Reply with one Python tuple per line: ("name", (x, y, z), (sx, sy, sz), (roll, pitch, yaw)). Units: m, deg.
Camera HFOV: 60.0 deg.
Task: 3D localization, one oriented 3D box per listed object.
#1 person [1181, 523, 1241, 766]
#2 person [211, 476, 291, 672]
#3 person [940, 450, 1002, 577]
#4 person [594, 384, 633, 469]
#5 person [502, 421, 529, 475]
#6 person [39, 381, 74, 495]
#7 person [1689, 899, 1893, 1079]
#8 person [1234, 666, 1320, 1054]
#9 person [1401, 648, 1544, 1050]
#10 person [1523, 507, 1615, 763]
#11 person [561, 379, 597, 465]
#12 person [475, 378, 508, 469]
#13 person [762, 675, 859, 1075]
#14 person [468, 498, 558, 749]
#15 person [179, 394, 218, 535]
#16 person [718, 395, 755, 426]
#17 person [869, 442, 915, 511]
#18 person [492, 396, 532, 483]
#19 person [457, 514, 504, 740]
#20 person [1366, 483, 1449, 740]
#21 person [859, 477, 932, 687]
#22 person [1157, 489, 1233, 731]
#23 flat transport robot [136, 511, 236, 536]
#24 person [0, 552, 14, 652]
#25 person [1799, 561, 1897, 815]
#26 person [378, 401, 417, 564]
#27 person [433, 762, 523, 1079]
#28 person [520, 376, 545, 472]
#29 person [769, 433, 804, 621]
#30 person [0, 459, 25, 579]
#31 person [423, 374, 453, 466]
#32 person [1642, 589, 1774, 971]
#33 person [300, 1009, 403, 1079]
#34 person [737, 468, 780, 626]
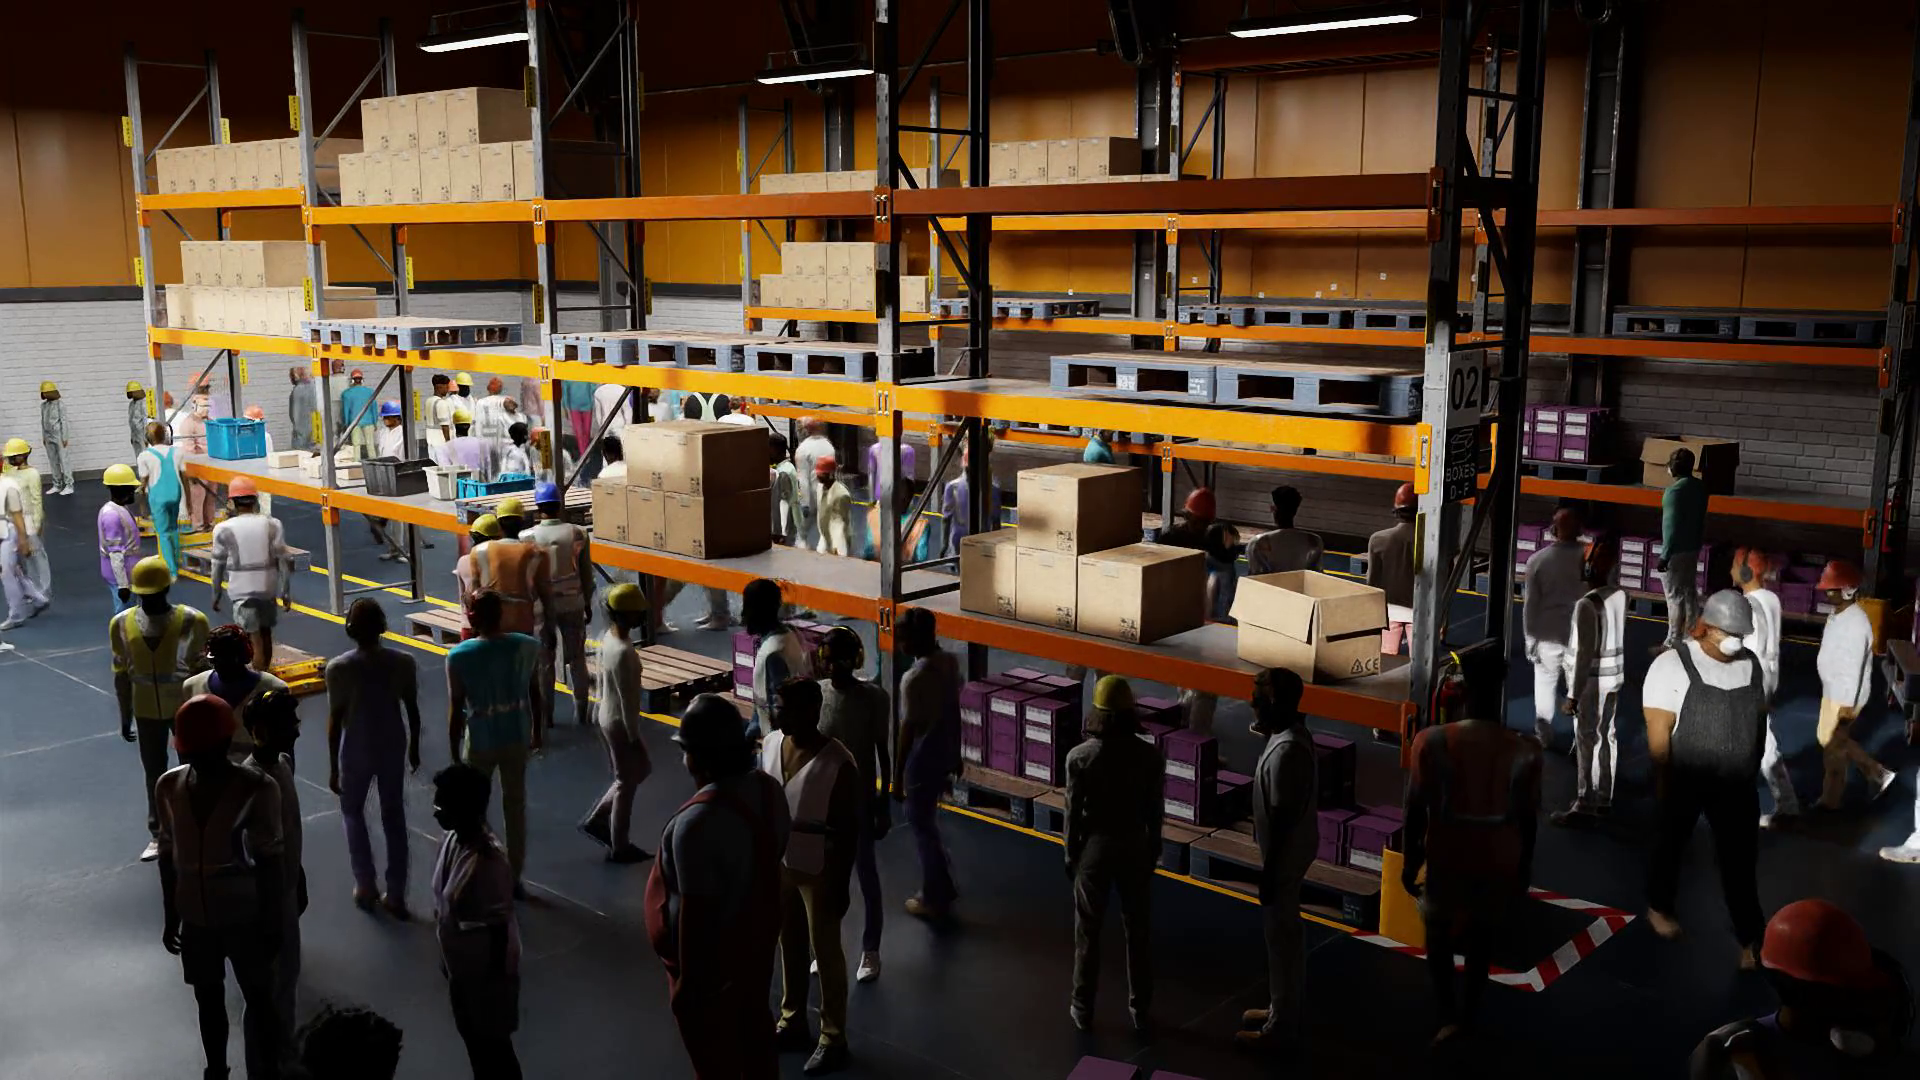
("person", (1.752, 0.753, 12.112), (0.609, 1.810, 0.675), (3, 11, 17))
("person", (-5.893, 0.410, 13.777), (0.564, 1.888, 0.949), (-7, 12, -36))
("person", (0.107, 0.041, 15.916), (0.565, 1.879, 1.010), (1, 10, 7))
("person", (-5.307, -1.702, 25.603), (0.627, 1.940, 0.370), (4, 11, 22))
("person", (-5.455, -0.609, 20.166), (0.494, 1.671, 0.554), (-3, 11, -17))
("person", (-13.811, -1.556, 25.359), (0.485, 1.736, 0.321), (4, 11, 20))
("person", (2.275, 1.963, 4.573), (0.607, 2.048, 0.367), (-3, 10, -16))
("person", (1.510, 1.493, 7.827), (0.341, 1.840, 0.504), (3, 11, 18))
("person", (2.373, 1.458, 7.728), (0.624, 1.941, 0.553), (2, 10, 10))
("person", (4.461, 0.702, 12.219), (0.629, 1.875, 0.779), (2, 10, 11))
("person", (-6.595, -2.273, 28.872), (0.603, 1.926, 0.932), (-3, 10, -14))
("person", (-6.931, -1.482, 24.615), (0.605, 1.849, 0.727), (-7, 12, -36))
("person", (-0.702, 1.514, 7.676), (0.570, 1.845, 0.380), (8, 13, 40))
("person", (-3.365, 0.646, 12.439), (0.697, 1.898, 0.546), (-3, 10, -15))
("person", (-9.624, -0.907, 21.214), (0.402, 1.904, 0.639), (1, 10, 7))
("person", (-2.953, -1.015, 22.018), (0.566, 1.836, 0.385), (5, 11, 25))
("person", (-0.787, -0.514, 19.067), (0.544, 1.883, 1.002), (1, 10, 8))
("person", (-6.577, -1.320, 24.393), (0.692, 1.616, 0.560), (8, 13, 40))
("person", (-3.602, 0.676, 12.689), (0.517, 1.759, 0.346), (6, 12, 29))
("person", (3.401, 0.555, 12.673), (0.615, 1.997, 0.373), (4, 11, 20))
("person", (-0.587, 0.381, 14.022), (0.762, 1.878, 0.390), (5, 11, 28))
("person", (1.752, 0.578, 12.697), (0.629, 1.928, 1.050), (3, 10, 15))
("flat transport robot", (-10.270, -0.205, 21.849), (1.431, 0.197, 0.652), (-5, 11, -27))
("person", (-9.129, 0.196, 15.429), (0.489, 1.741, 0.322), (0, 10, 1))
("person", (5.891, 0.988, 10.987), (0.593, 1.730, 0.580), (2, 10, 13))
("person", (-6.724, -0.695, 19.877), (0.602, 1.949, 0.395), (7, 12, 35))
("person", (-1.985, 1.736, 6.859), (0.316, 1.694, 0.562), (-8, 13, -38))
("person", (-7.071, -2.066, 27.713), (0.382, 1.929, 0.661), (-9, 13, -41))
("person", (-1.783, -0.138, 16.861), (0.409, 1.906, 0.605), (-1, 10, -8))
("person", (-10.875, -0.359, 18.735), (0.530, 1.690, 0.322), (2, 10, 11))
("person", (-7.438, -1.401, 23.843), (0.381, 1.958, 0.602), (-9, 13, -41))
("person", (3.974, 1.223, 8.774), (0.696, 2.000, 0.981), (0, 10, 3))
("person", (-1.420, 2.094, 4.125), (0.862, 1.928, 0.624), (7, 12, 36))
("person", (-2.047, -0.073, 16.544), (0.572, 1.886, 0.354), (-8, 13, -37))
